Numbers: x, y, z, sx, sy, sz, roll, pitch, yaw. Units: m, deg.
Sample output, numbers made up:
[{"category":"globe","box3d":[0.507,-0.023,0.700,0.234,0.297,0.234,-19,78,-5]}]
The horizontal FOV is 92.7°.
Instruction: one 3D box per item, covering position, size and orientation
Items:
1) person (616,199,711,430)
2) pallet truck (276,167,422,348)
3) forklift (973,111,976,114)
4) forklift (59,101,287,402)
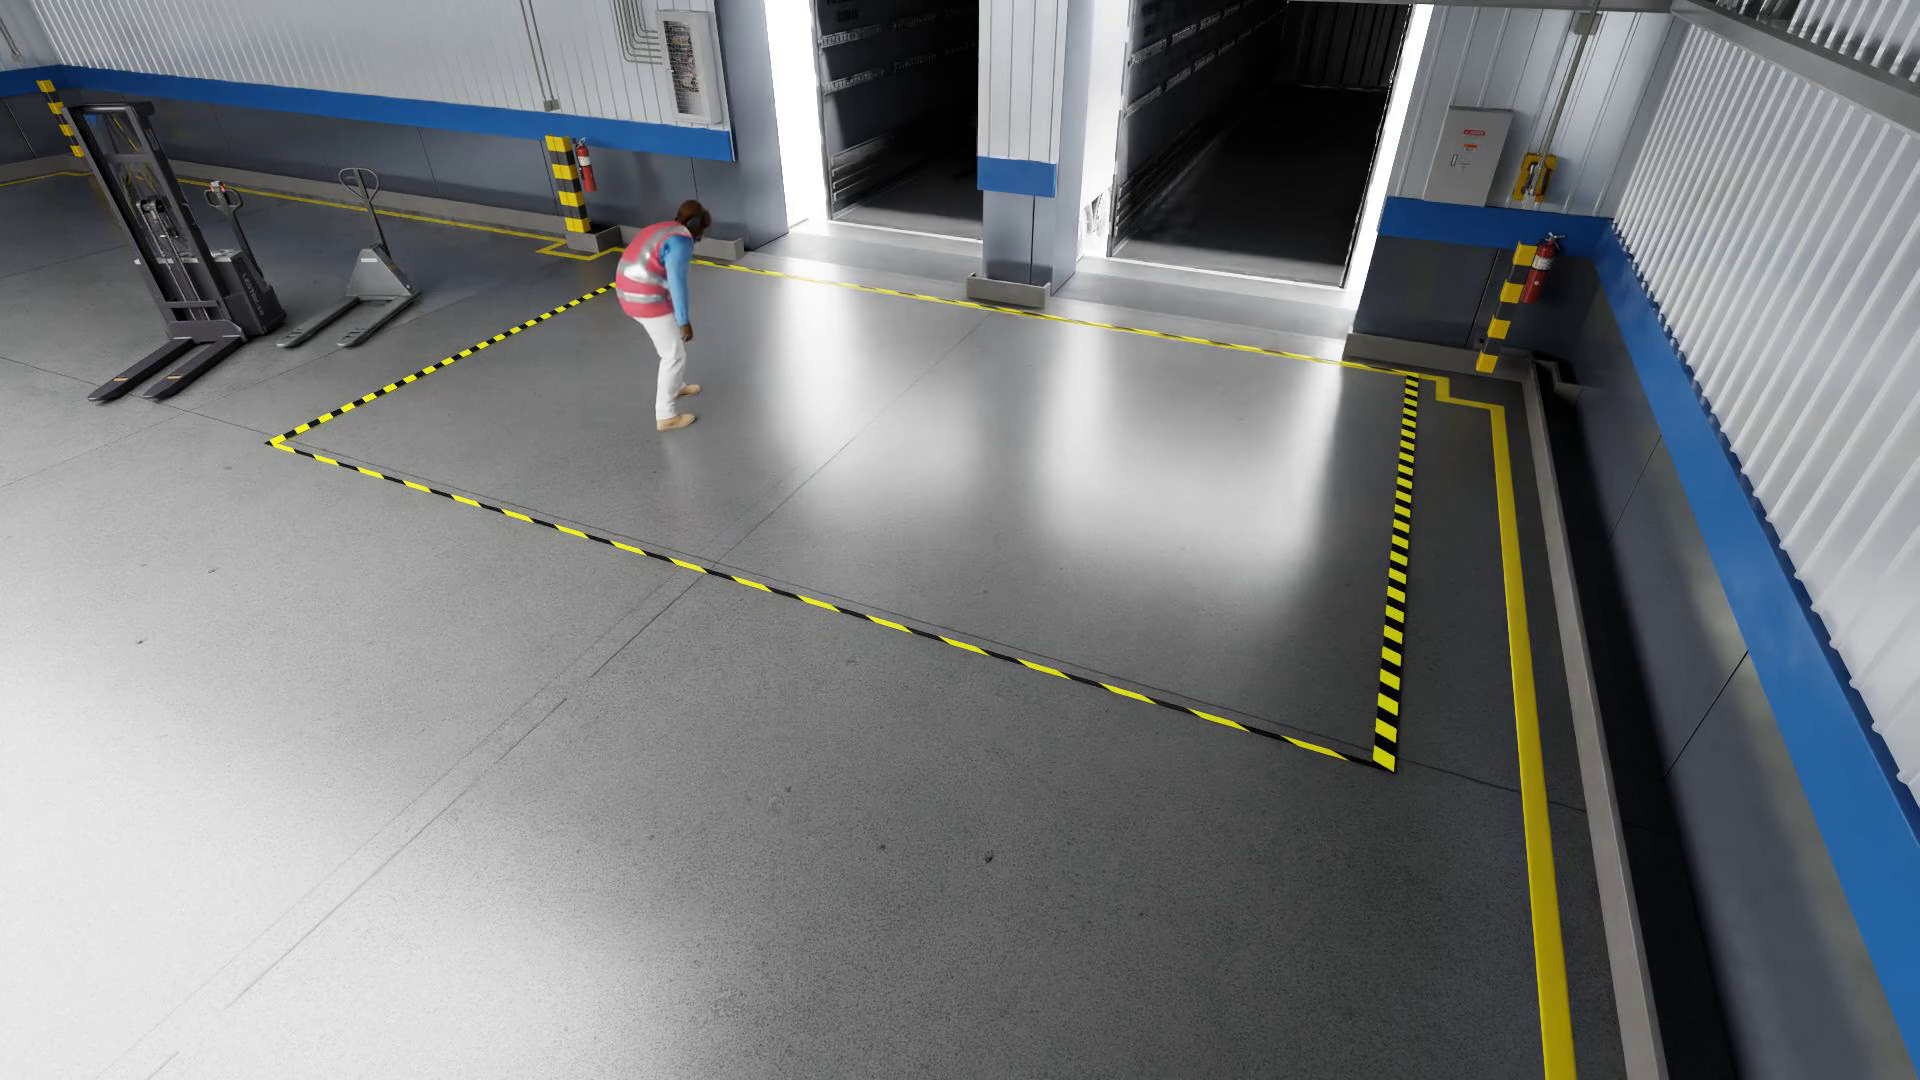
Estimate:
[{"category":"person","box3d":[-2.084,-1.673,6.837,0.833,1.529,0.753,-26,43,-32]},{"category":"pallet truck","box3d":[-5.732,-2.611,8.414,0.680,1.201,1.601,-1,35,-1]},{"category":"forklift","box3d":[1.093,-6.966,13.673,1.157,2.036,2.680,13,37,18]},{"category":"forklift","box3d":[-6.686,-2.387,7.434,0.823,1.965,1.885,-3,35,-5]}]
